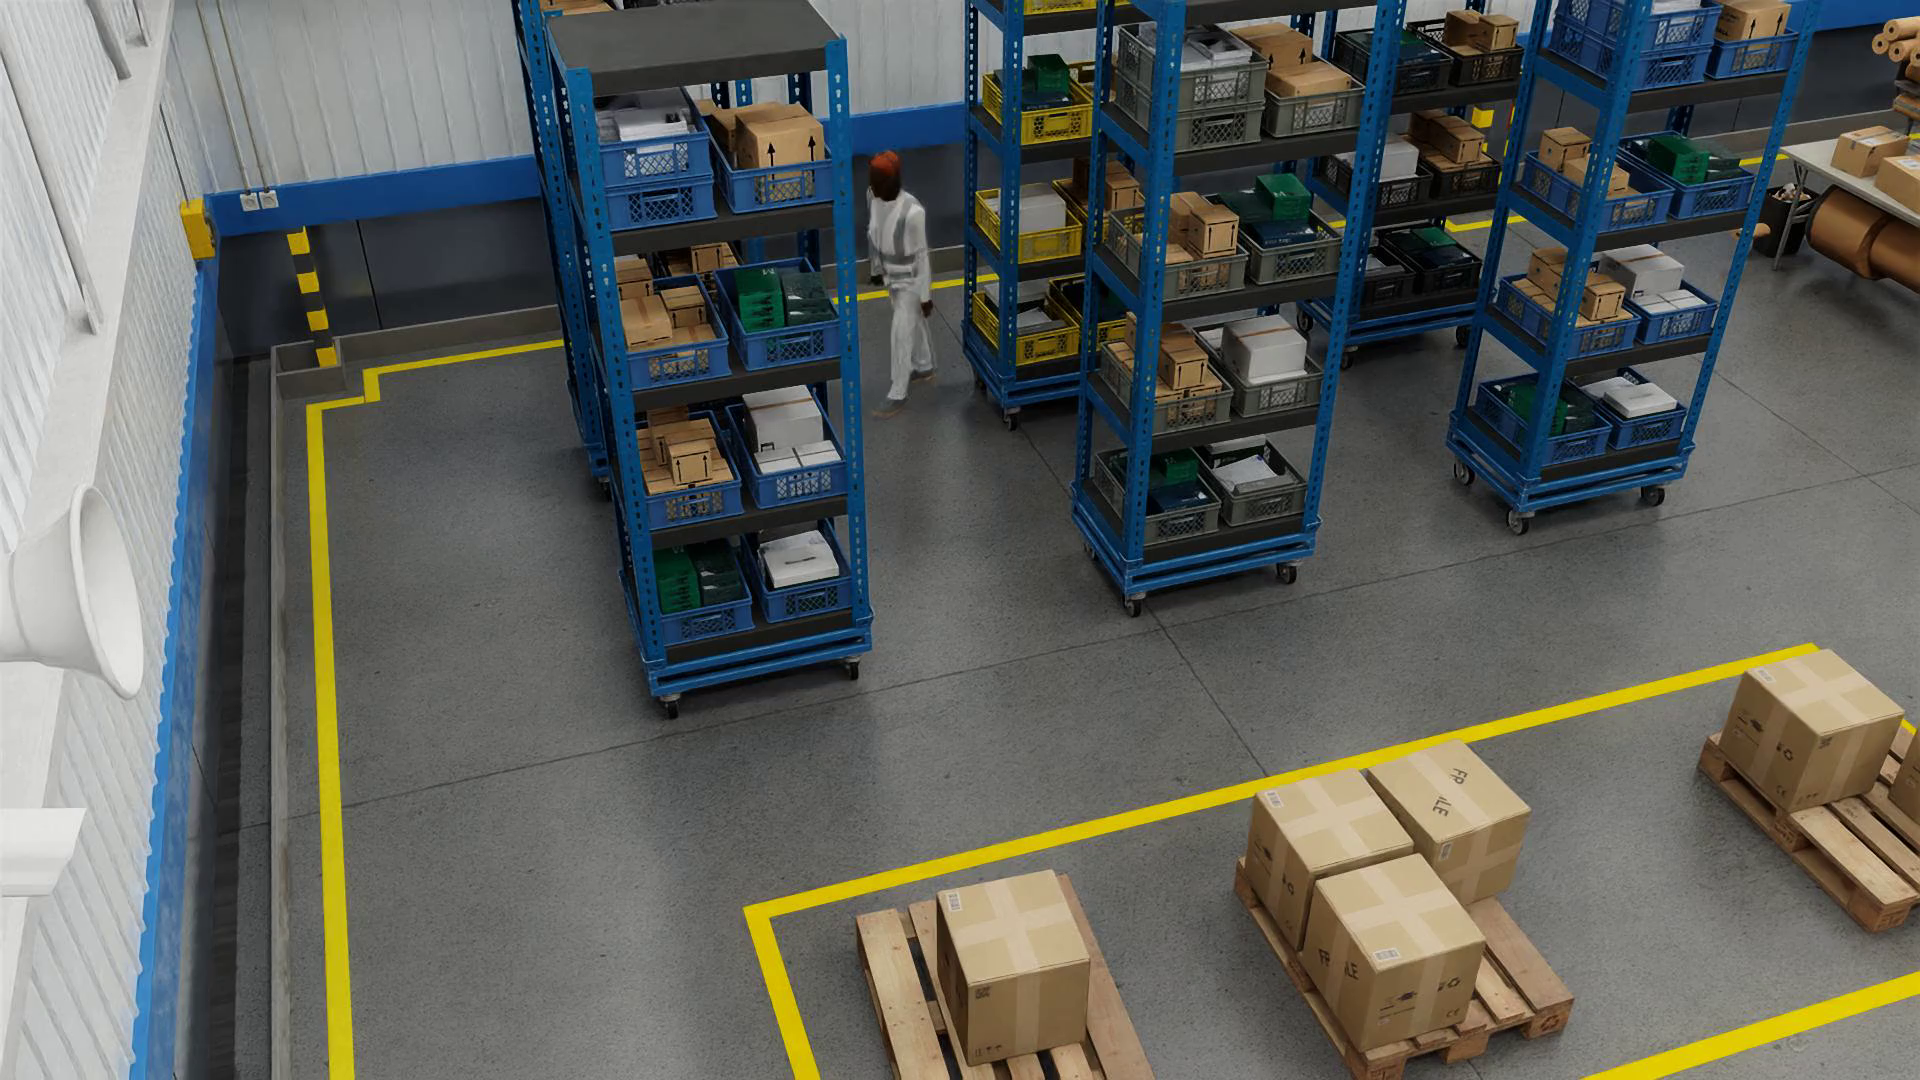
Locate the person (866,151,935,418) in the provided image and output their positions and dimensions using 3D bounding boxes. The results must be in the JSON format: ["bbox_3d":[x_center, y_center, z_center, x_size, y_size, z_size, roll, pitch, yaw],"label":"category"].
[{"bbox_3d":[-0.422,-1.732,11.145,0.787,1.844,0.671,-23,41,-29],"label":"person"}]
